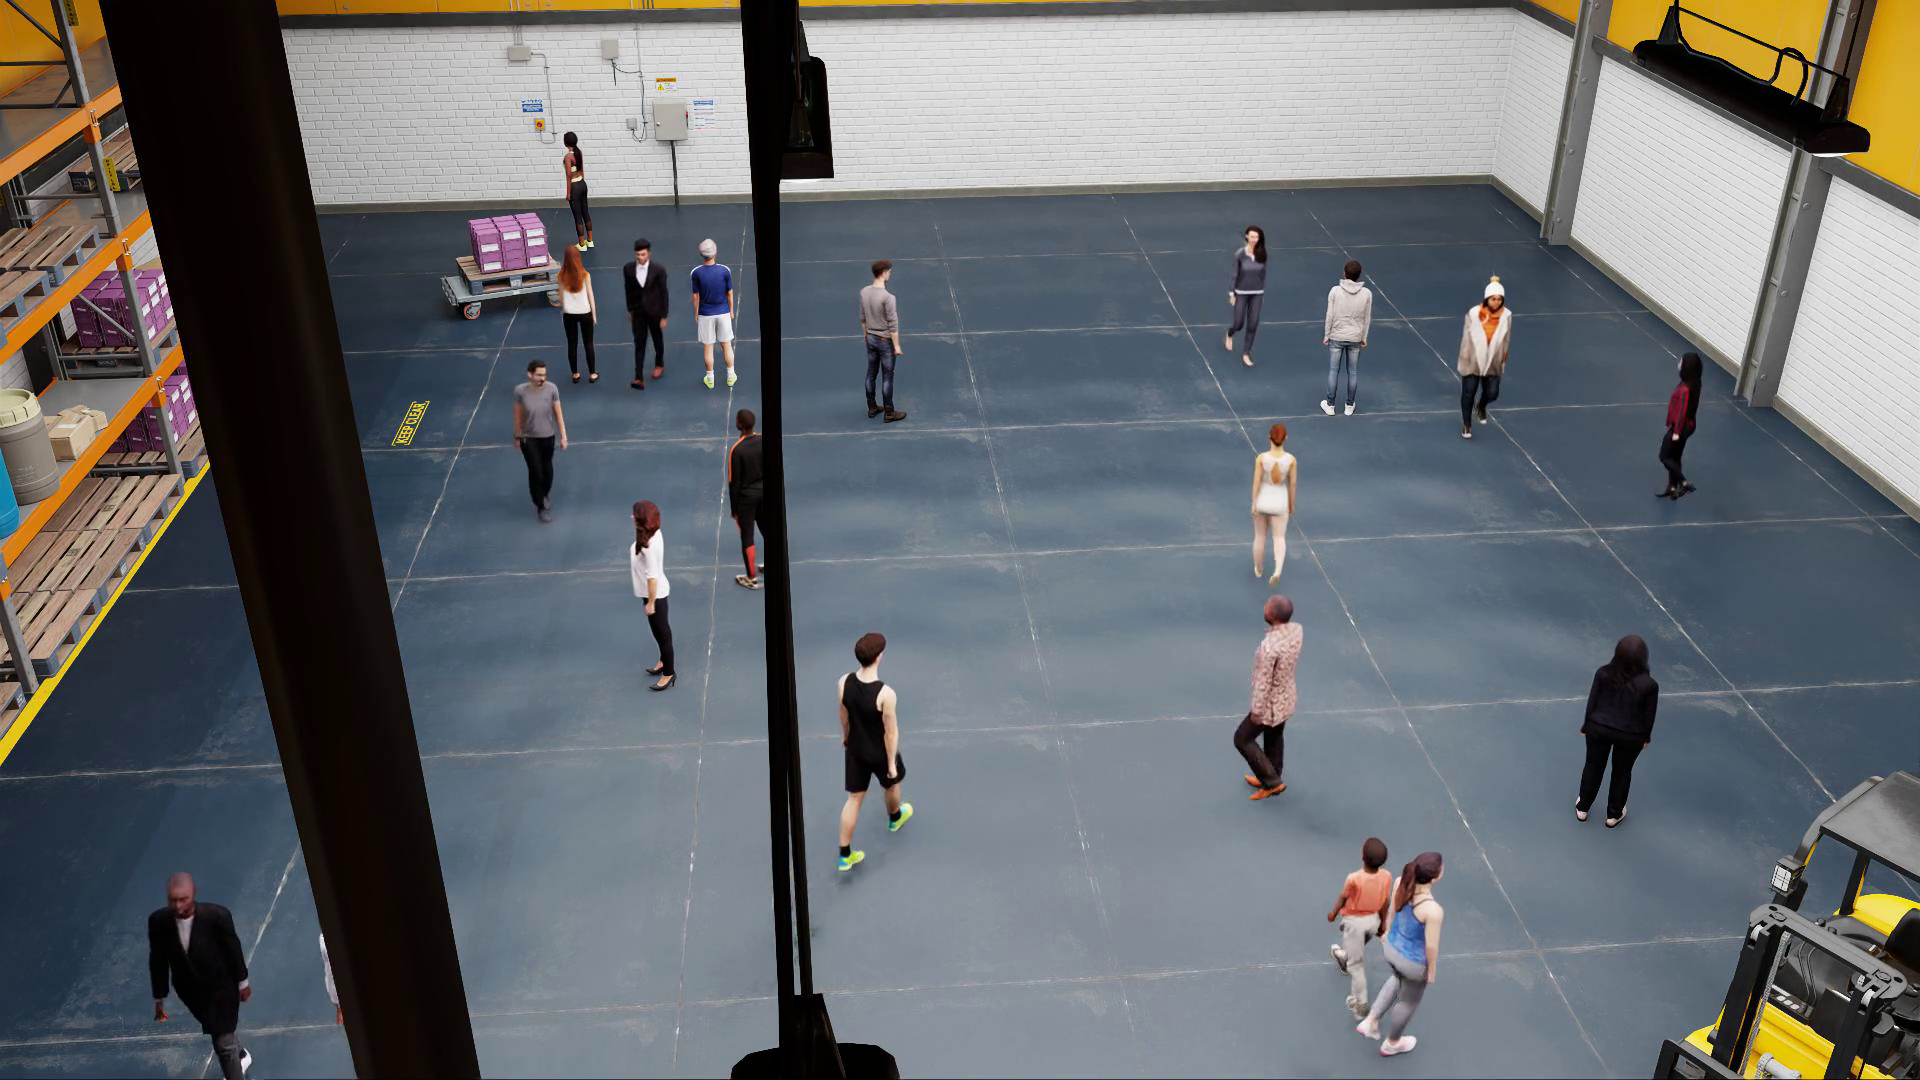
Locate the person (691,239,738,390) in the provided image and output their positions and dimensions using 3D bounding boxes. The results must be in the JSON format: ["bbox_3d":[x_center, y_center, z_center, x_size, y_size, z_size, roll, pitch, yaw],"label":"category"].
[{"bbox_3d":[-2.953,-2.719,19.981,0.667,1.832,0.604,-7,29,-12],"label":"person"}]

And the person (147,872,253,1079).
[{"bbox_3d":[-4.570,2.667,10.201,0.715,1.741,0.904,2,29,3],"label":"person"}]

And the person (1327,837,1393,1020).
[{"bbox_3d":[2.647,2.548,10.900,0.578,1.281,0.918,-7,29,-12],"label":"person"}]

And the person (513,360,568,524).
[{"bbox_3d":[-4.378,-1.082,17.098,0.851,1.718,0.991,-10,30,-18],"label":"person"}]

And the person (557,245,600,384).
[{"bbox_3d":[-4.622,-2.722,20.102,0.574,1.721,0.500,-2,29,-3],"label":"person"}]

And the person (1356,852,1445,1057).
[{"bbox_3d":[2.751,2.622,10.435,0.753,1.597,0.696,-13,31,-23],"label":"person"}]

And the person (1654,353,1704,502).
[{"bbox_3d":[7.581,-1.141,17.281,0.818,1.647,0.760,18,33,29],"label":"person"}]

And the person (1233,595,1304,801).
[{"bbox_3d":[2.458,1.261,12.725,0.907,1.793,0.844,21,35,33],"label":"person"}]

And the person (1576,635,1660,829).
[{"bbox_3d":[4.957,1.445,12.574,0.768,1.615,0.792,13,31,22],"label":"person"}]

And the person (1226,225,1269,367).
[{"bbox_3d":[3.566,-3.084,20.729,0.670,1.756,0.863,-6,29,-11],"label":"person"}]

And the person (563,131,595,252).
[{"bbox_3d":[-5.633,-5.147,24.512,0.699,1.755,0.596,12,31,21],"label":"person"}]

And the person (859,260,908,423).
[{"bbox_3d":[-0.920,-2.287,19.120,0.769,1.898,0.826,22,35,34],"label":"person"}]

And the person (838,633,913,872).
[{"bbox_3d":[-0.703,1.571,12.096,1.094,1.850,1.283,14,32,24],"label":"person"}]

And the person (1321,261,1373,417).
[{"bbox_3d":[4.468,-2.343,19.268,0.689,1.853,0.600,1,29,2],"label":"person"}]

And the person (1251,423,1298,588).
[{"bbox_3d":[2.956,-0.287,15.737,0.638,1.626,0.861,2,29,3],"label":"person"}]

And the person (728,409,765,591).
[{"bbox_3d":[-1.963,-0.401,15.760,0.693,1.805,0.725,-24,37,-37],"label":"person"}]

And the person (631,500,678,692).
[{"bbox_3d":[-2.593,0.459,14.193,0.678,1.795,0.477,-5,29,-9],"label":"person"}]

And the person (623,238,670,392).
[{"bbox_3d":[-3.726,-2.768,20.075,0.865,1.826,1.237,3,29,6],"label":"person"}]

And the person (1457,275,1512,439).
[{"bbox_3d":[5.893,-2.097,18.789,0.786,1.880,0.888,4,29,7],"label":"person"}]
